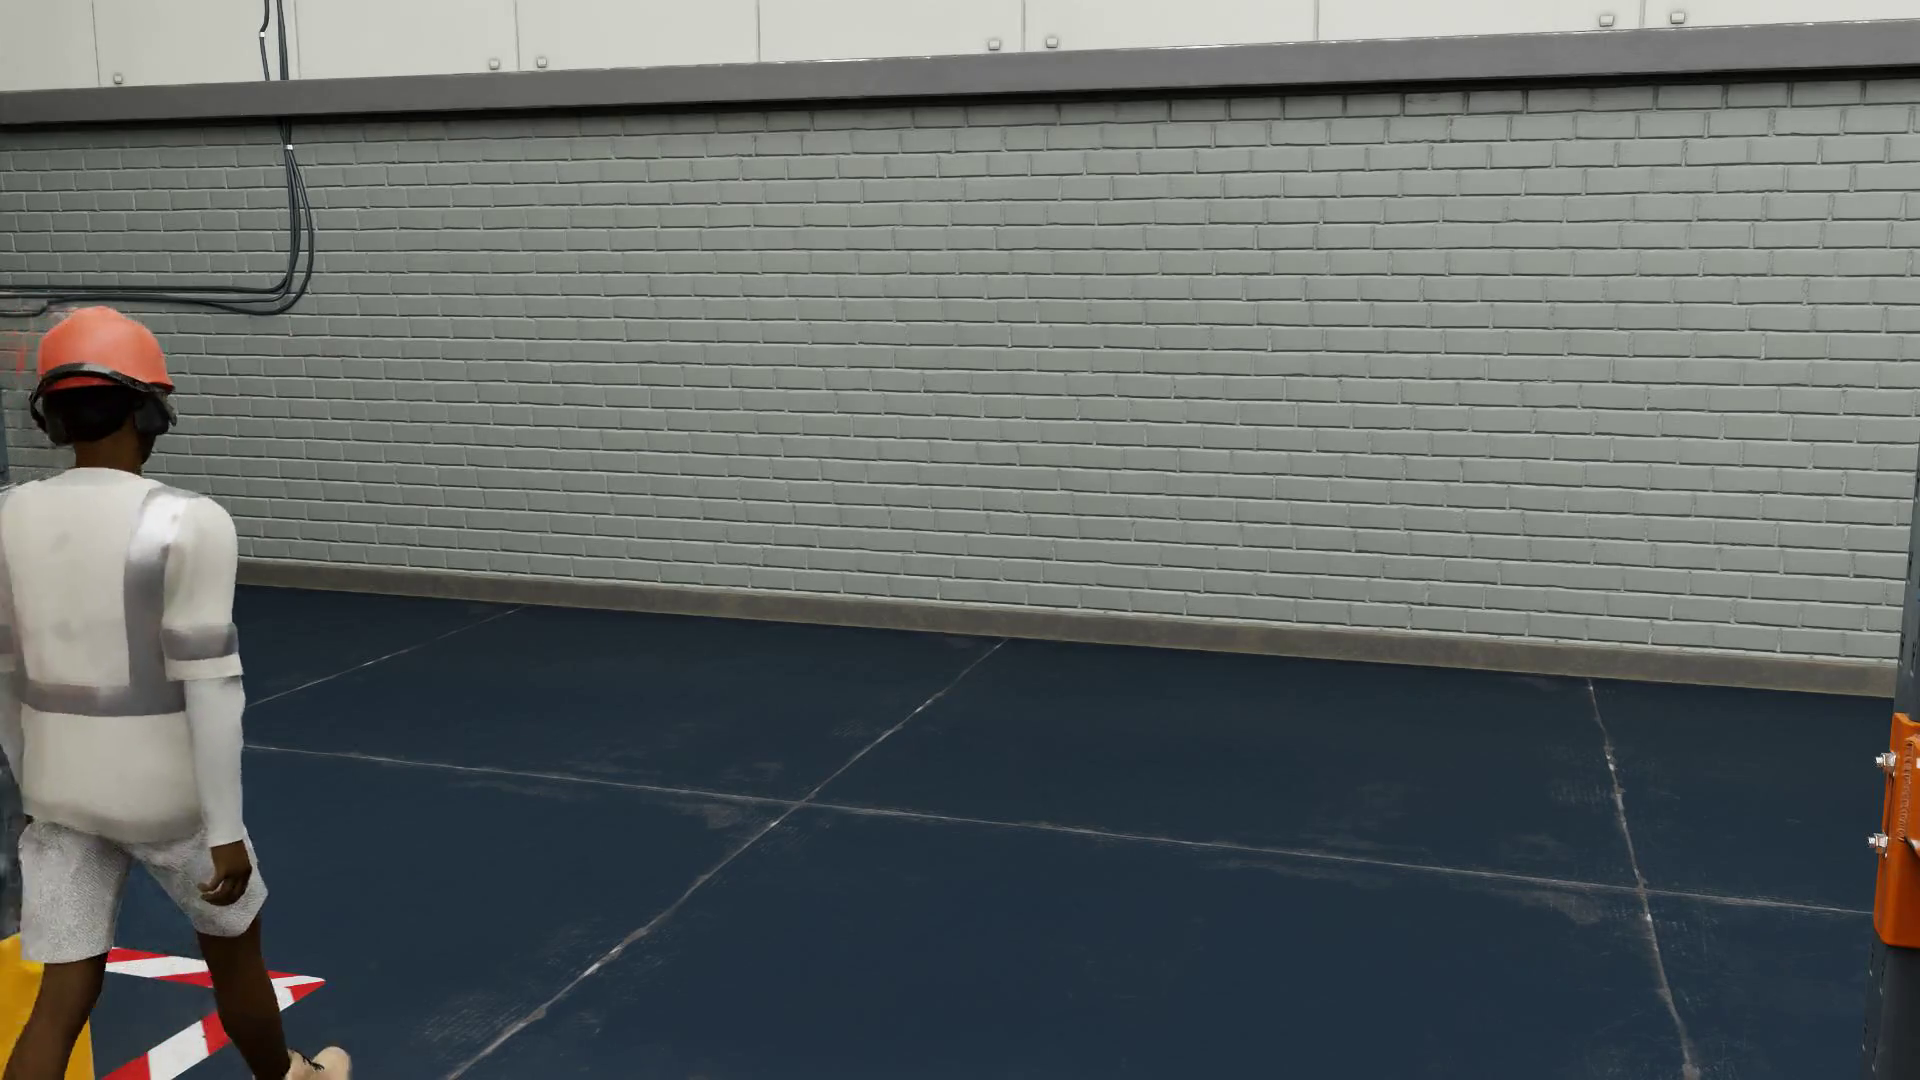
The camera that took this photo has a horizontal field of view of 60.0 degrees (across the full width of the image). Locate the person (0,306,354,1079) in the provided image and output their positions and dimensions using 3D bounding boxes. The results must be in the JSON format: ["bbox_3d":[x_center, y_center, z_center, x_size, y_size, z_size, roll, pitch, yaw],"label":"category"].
[{"bbox_3d":[-1.750,0.509,3.511,0.612,1.981,1.073,2,10,11],"label":"person"}]
